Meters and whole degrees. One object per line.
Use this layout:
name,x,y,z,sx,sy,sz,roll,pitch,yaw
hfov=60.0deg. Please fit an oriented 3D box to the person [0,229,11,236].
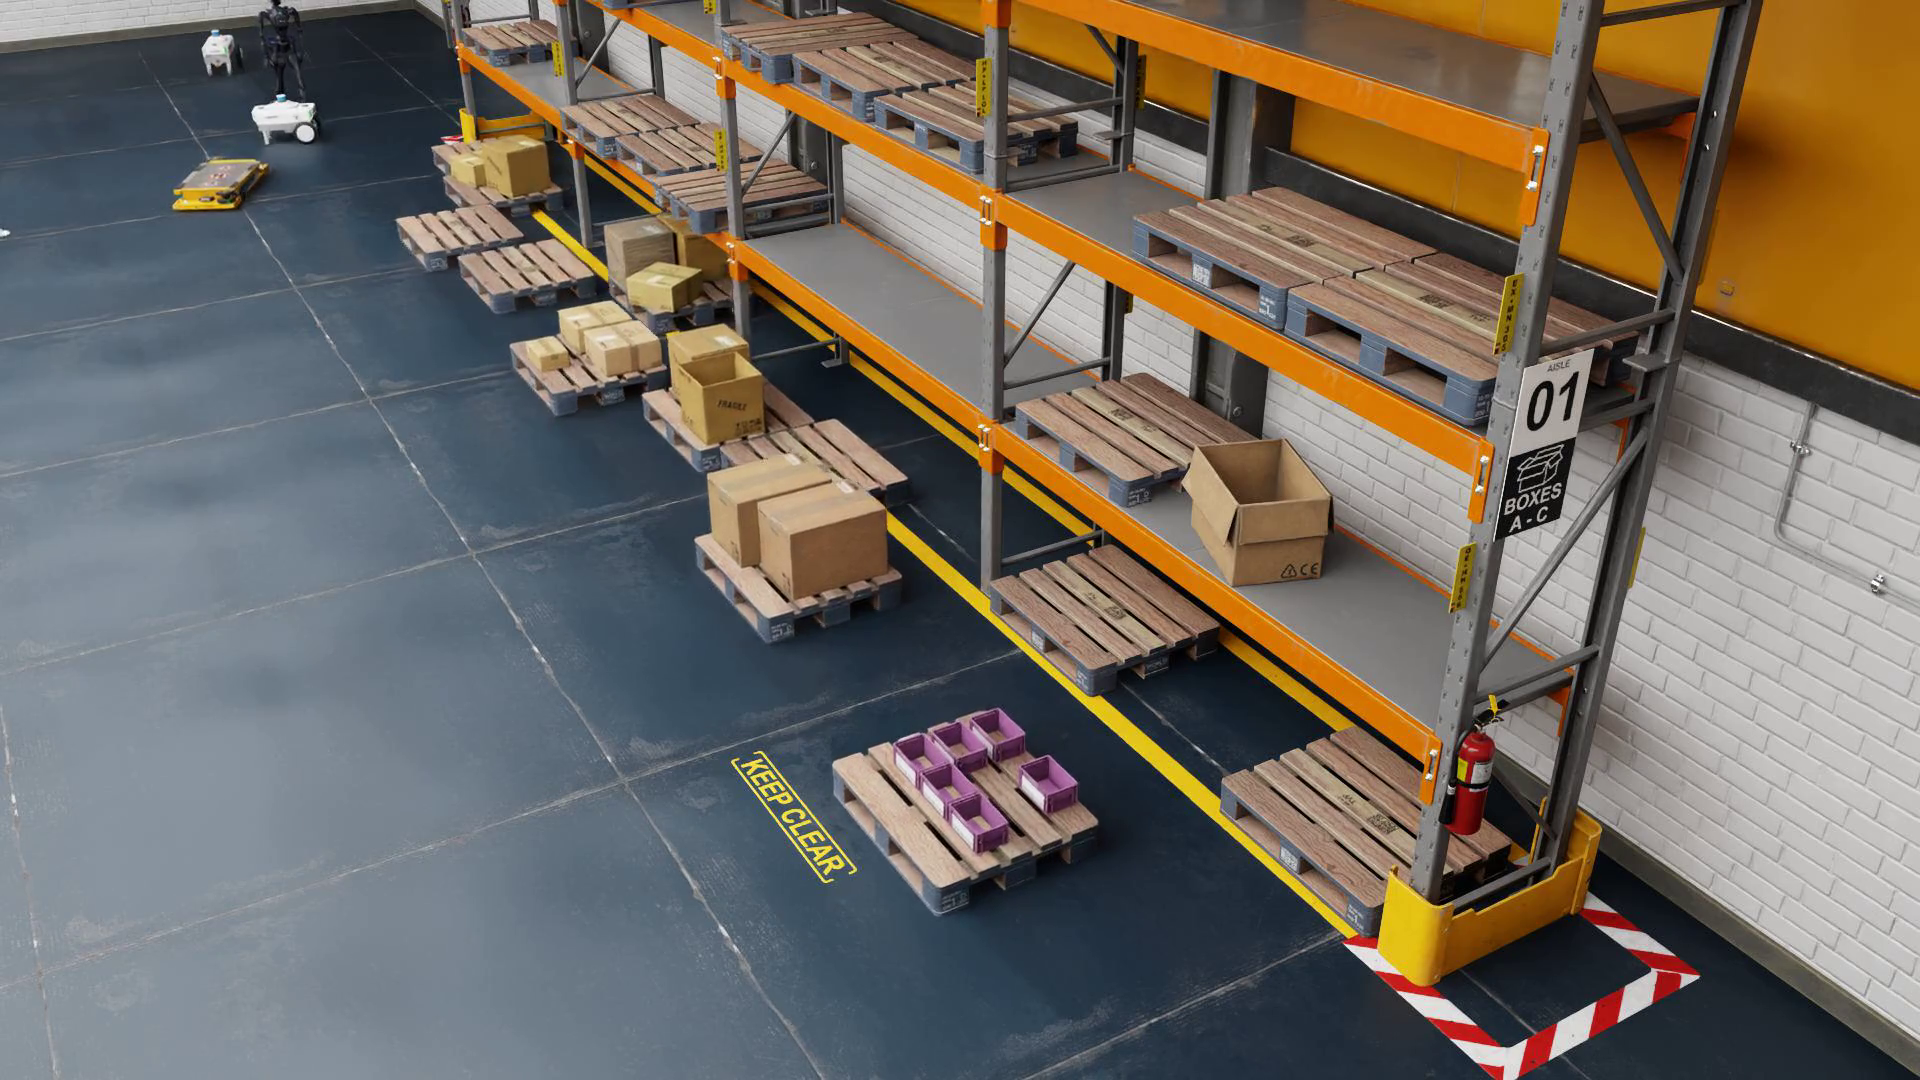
person,-10.236,-3.918,17.092,0.431,1.695,0.482,-3,30,-5

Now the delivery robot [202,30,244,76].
delivery robot,-10.485,-6.918,23.559,0.499,0.599,0.784,-7,30,-12

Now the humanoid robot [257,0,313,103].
humanoid robot,-8.664,-6.262,21.315,0.608,1.632,0.790,-21,36,-33

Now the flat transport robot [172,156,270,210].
flat transport robot,-8.314,-4.019,18.726,0.659,0.231,1.431,-3,30,-5

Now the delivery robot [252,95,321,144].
delivery robot,-8.272,-5.173,20.489,0.780,0.609,0.519,-7,30,-12
